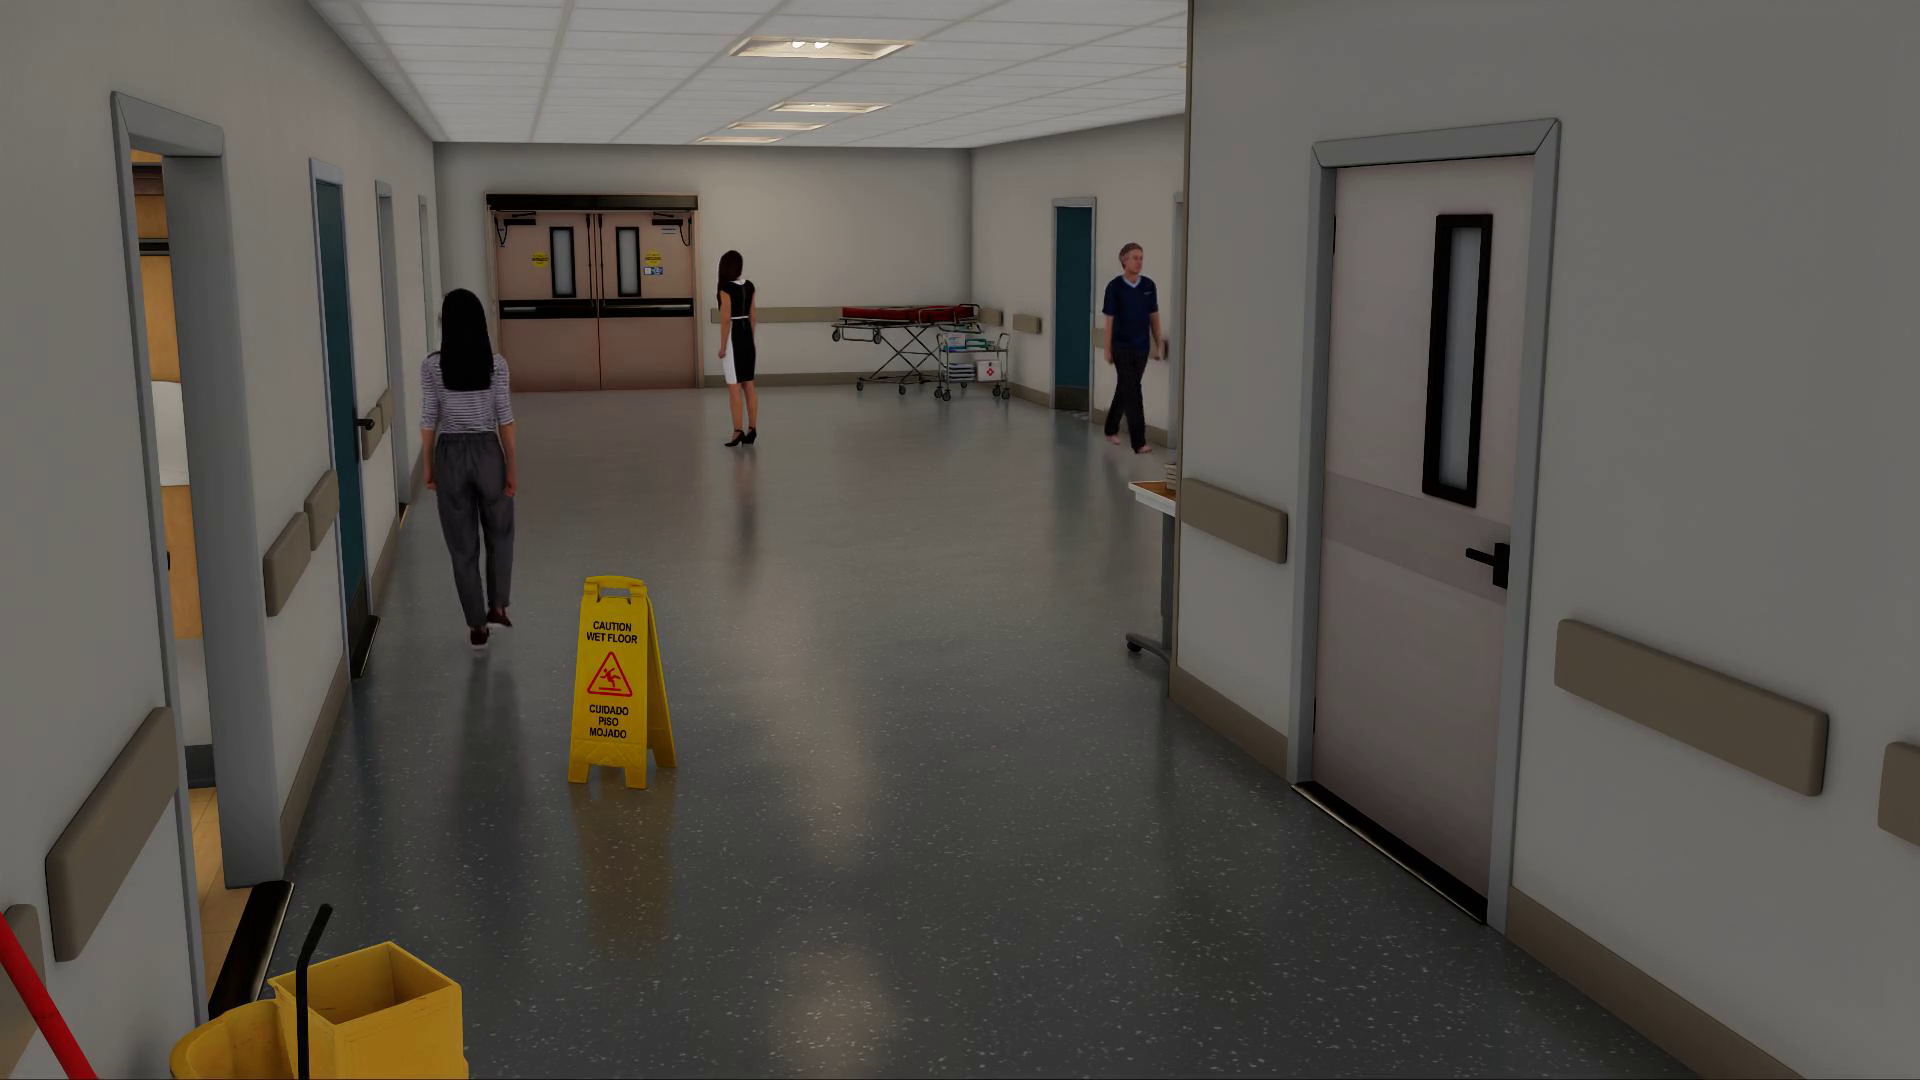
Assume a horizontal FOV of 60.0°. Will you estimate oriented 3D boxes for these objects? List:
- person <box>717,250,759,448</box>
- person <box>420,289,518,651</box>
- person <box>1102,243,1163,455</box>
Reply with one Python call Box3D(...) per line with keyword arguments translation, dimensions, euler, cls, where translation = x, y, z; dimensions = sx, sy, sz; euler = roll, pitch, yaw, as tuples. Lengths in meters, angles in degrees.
Box3D(translation=(-2.042, -1.764, 15.346), dimensions=(0.677, 1.797, 0.653), euler=(9, 14, 39), cls="person")
Box3D(translation=(-2.342, -0.316, 7.911), dimensions=(0.587, 1.725, 0.575), euler=(-3, 11, -14), cls="person")
Box3D(translation=(1.464, -1.666, 14.783), dimensions=(0.763, 1.814, 1.282), euler=(-4, 12, -21), cls="person")
